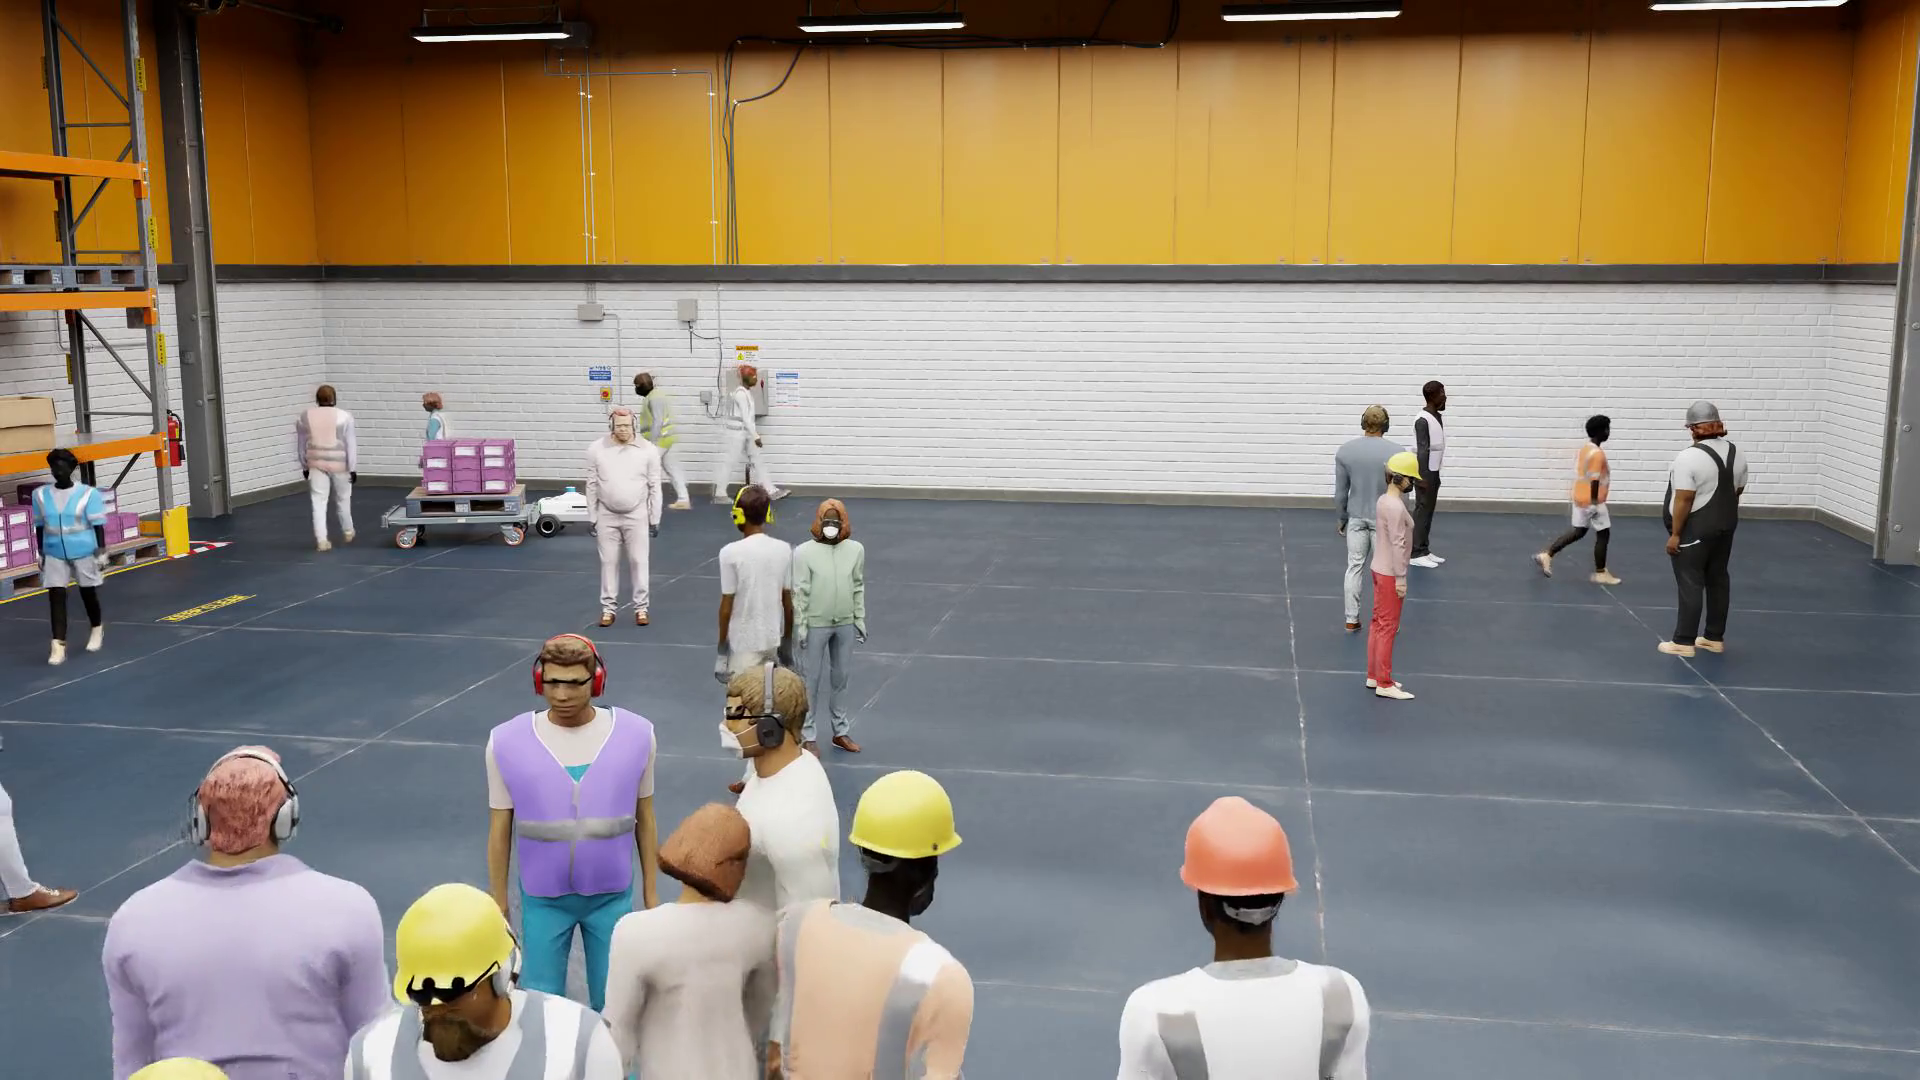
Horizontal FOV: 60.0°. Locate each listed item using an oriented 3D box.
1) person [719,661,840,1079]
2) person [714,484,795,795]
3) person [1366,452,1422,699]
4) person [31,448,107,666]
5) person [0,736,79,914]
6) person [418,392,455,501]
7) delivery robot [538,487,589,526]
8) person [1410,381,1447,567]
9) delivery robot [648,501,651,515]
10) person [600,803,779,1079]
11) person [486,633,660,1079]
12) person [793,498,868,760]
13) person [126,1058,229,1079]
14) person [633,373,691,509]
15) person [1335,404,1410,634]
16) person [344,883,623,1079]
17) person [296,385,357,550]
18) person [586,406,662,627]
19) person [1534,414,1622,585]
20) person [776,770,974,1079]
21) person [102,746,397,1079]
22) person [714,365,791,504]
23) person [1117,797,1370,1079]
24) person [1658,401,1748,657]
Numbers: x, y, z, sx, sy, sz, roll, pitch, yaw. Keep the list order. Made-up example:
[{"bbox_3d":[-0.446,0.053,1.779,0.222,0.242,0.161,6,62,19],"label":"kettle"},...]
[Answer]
[{"bbox_3d":[-0.518,1.300,4.814,0.357,1.938,0.637,-2,9,-10],"label":"person"},{"bbox_3d":[-1.127,0.611,9.373,0.633,1.845,0.517,8,12,42],"label":"person"},{"bbox_3d":[3.110,0.249,11.904,0.326,1.760,0.524,0,9,2],"label":"person"},{"bbox_3d":[-6.988,0.104,13.068,0.542,1.674,0.713,-2,9,-11],"label":"person"},{"bbox_3d":[-4.704,0.908,7.634,0.946,1.825,0.483,-8,12,-41],"label":"person"},{"bbox_3d":[-6.308,-0.981,20.046,0.842,1.597,0.512,-3,10,-17],"label":"person"},{"bbox_3d":[-4.483,-0.372,19.186,0.707,0.478,0.477,-1,9,-4],"label":"delivery robot"},{"bbox_3d":[4.842,-0.689,17.220,0.380,1.919,0.596,5,10,28],"label":"person"},{"bbox_3d":[-3.965,-0.451,19.674,0.707,0.478,0.477,-2,9,-11],"label":"delivery robot"},{"bbox_3d":[-0.739,1.513,4.538,0.533,1.598,0.390,-8,12,-41],"label":"person"},{"bbox_3d":[-1.310,1.209,5.682,0.569,1.839,0.374,-3,10,-18],"label":"person"},{"bbox_3d":[-0.812,0.547,10.435,0.499,1.632,0.285,-6,11,-31],"label":"person"},{"bbox_3d":[-1.401,1.719,2.961,0.775,1.699,0.575,6,11,32],"label":"person"},{"bbox_3d":[-3.892,-1.214,20.998,1.019,1.756,0.637,-2,9,-13],"label":"person"},{"bbox_3d":[3.439,-0.163,13.898,0.628,1.940,0.373,6,11,31],"label":"person"},{"bbox_3d":[-0.973,1.592,3.480,0.609,1.785,0.880,-2,9,-12],"label":"person"},{"bbox_3d":[-6.973,-0.811,18.381,0.650,1.791,0.951,-1,9,-7],"label":"person"},{"bbox_3d":[-2.879,-0.201,14.276,0.643,1.896,0.405,-1,9,-4],"label":"person"},{"bbox_3d":[6.051,-0.393,16.184,0.747,1.673,0.535,1,9,4],"label":"person"},{"bbox_3d":[-0.155,1.465,3.986,0.603,1.881,0.961,6,11,35],"label":"person"},{"bbox_3d":[-1.703,1.441,4.088,0.654,1.891,0.462,0,9,-3],"label":"person"},{"bbox_3d":[-2.759,-1.358,21.642,1.027,1.823,0.567,1,9,7],"label":"person"},{"bbox_3d":[0.589,1.502,3.656,0.555,1.930,0.571,-2,9,-11],"label":"person"},{"bbox_3d":[5.840,-0.101,13.195,0.680,2.000,0.536,-4,10,-24],"label":"person"}]
